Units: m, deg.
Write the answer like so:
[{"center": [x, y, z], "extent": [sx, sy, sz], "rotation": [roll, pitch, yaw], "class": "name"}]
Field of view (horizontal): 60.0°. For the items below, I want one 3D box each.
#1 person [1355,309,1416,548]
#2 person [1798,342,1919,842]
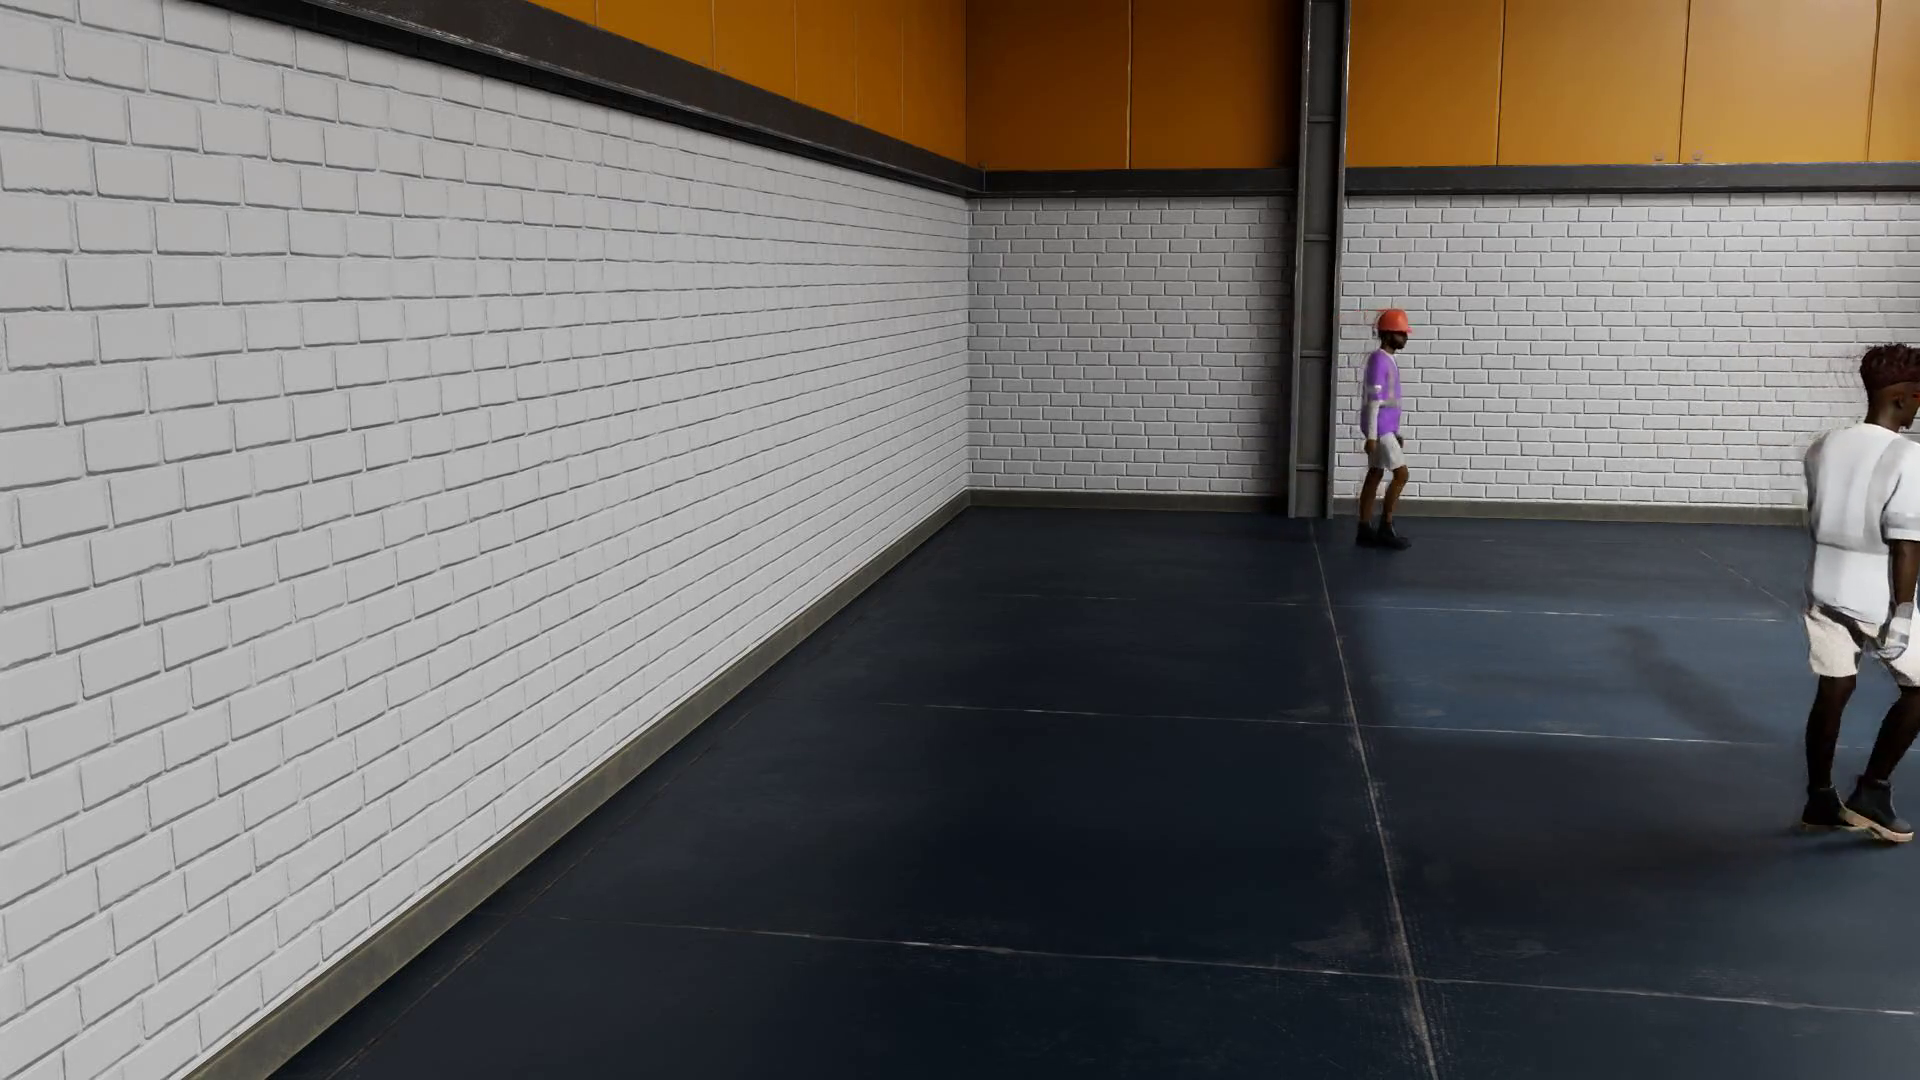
[{"center": [3.471, -0.879, 13.306], "extent": [0.607, 1.917, 0.578], "rotation": [3, 10, 20], "class": "person"}, {"center": [3.545, 0.210, 6.467], "extent": [0.476, 1.951, 0.620], "rotation": [-3, 10, -18], "class": "person"}]
